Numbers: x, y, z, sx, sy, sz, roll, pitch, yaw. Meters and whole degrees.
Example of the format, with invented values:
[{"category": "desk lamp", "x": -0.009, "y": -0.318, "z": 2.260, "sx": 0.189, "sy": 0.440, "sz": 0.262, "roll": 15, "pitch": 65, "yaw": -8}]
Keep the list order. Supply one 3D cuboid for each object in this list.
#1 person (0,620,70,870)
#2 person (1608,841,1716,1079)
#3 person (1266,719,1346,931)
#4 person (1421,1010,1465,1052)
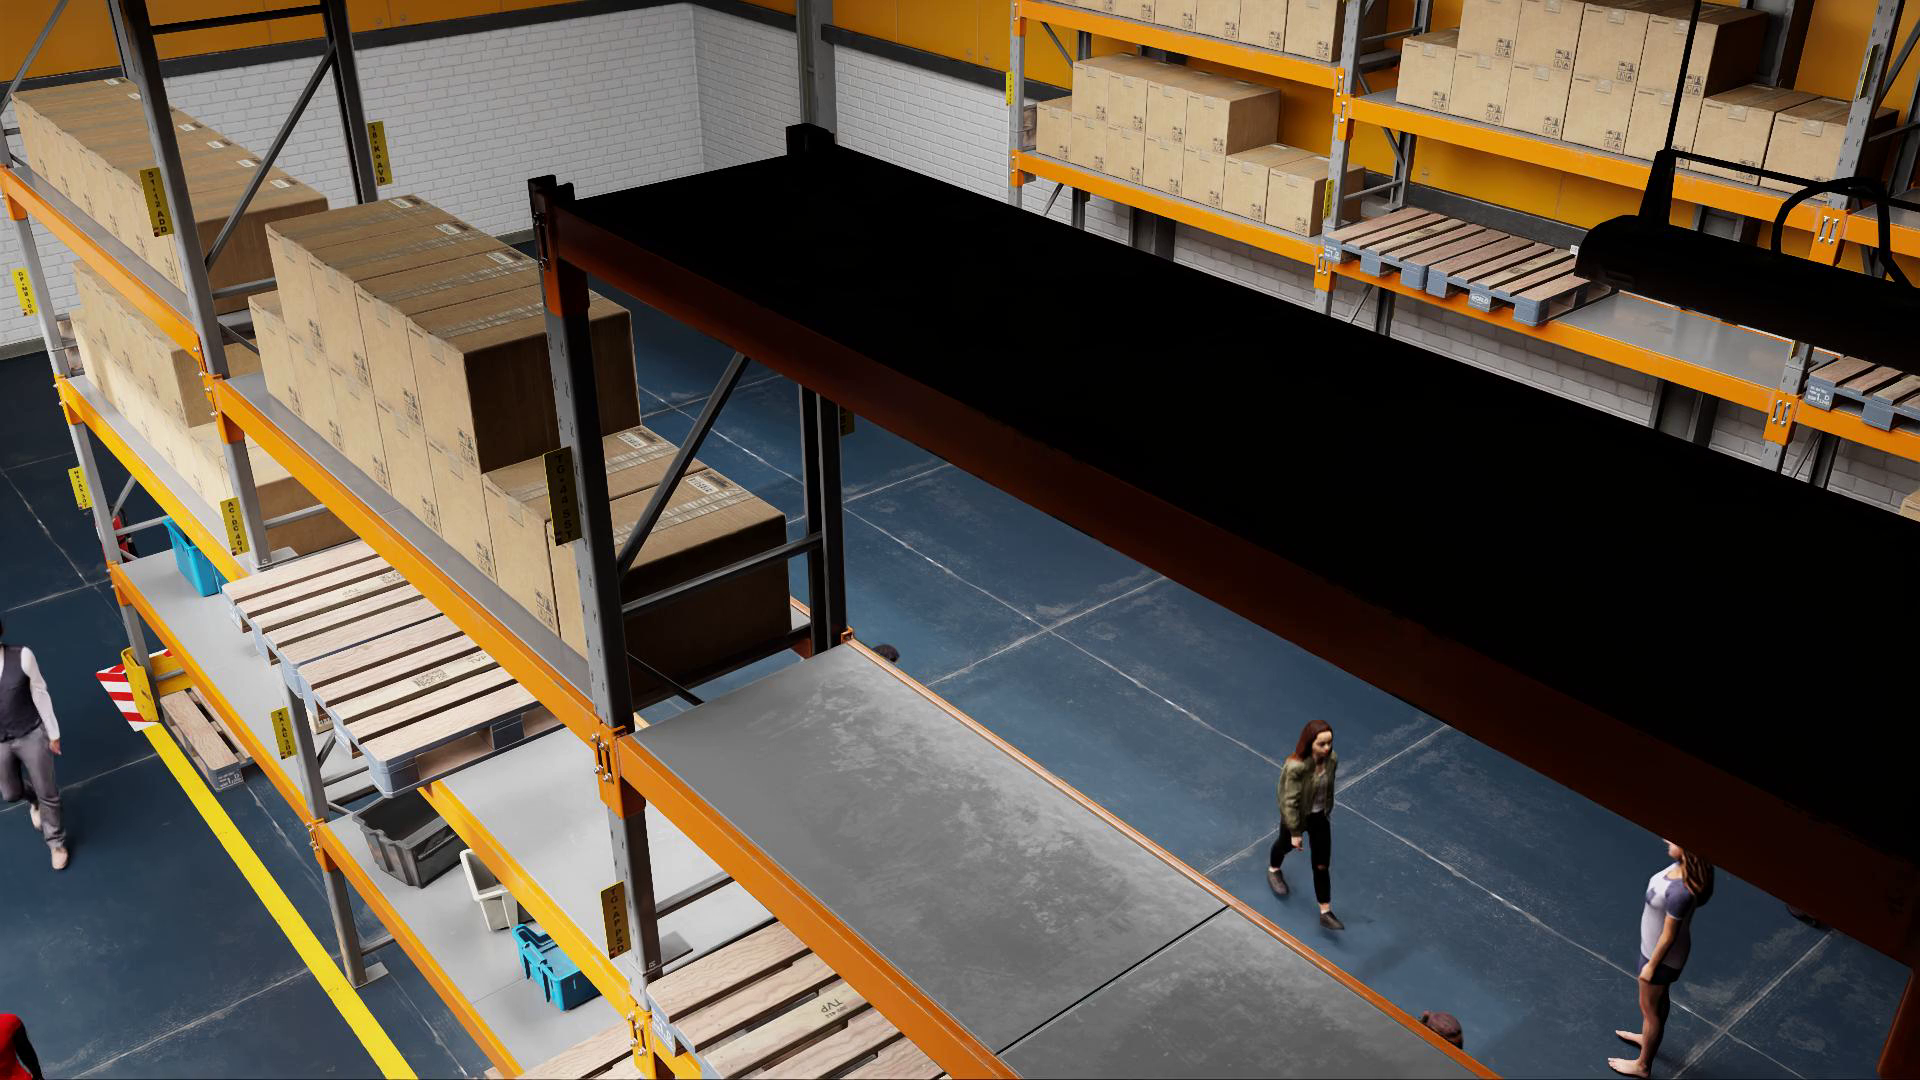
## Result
[{"category": "person", "x": -6.289, "y": 1.270, "z": 11.101, "sx": 0.840, "sy": 1.918, "sz": 0.994, "roll": -10, "pitch": 30, "yaw": -18}, {"category": "person", "x": 3.989, "y": 2.309, "z": 9.390, "sx": 0.645, "sy": 1.733, "sz": 0.658, "roll": 16, "pitch": 33, "yaw": 27}, {"category": "person", "x": 2.170, "y": 1.761, "z": 10.709, "sx": 0.790, "sy": 1.431, "sz": 1.060, "roll": -11, "pitch": 30, "yaw": -19}, {"category": "person", "x": 2.343, "y": 2.944, "z": 8.439, "sx": 0.713, "sy": 1.529, "sz": 1.095, "roll": -14, "pitch": 32, "yaw": -24}]
